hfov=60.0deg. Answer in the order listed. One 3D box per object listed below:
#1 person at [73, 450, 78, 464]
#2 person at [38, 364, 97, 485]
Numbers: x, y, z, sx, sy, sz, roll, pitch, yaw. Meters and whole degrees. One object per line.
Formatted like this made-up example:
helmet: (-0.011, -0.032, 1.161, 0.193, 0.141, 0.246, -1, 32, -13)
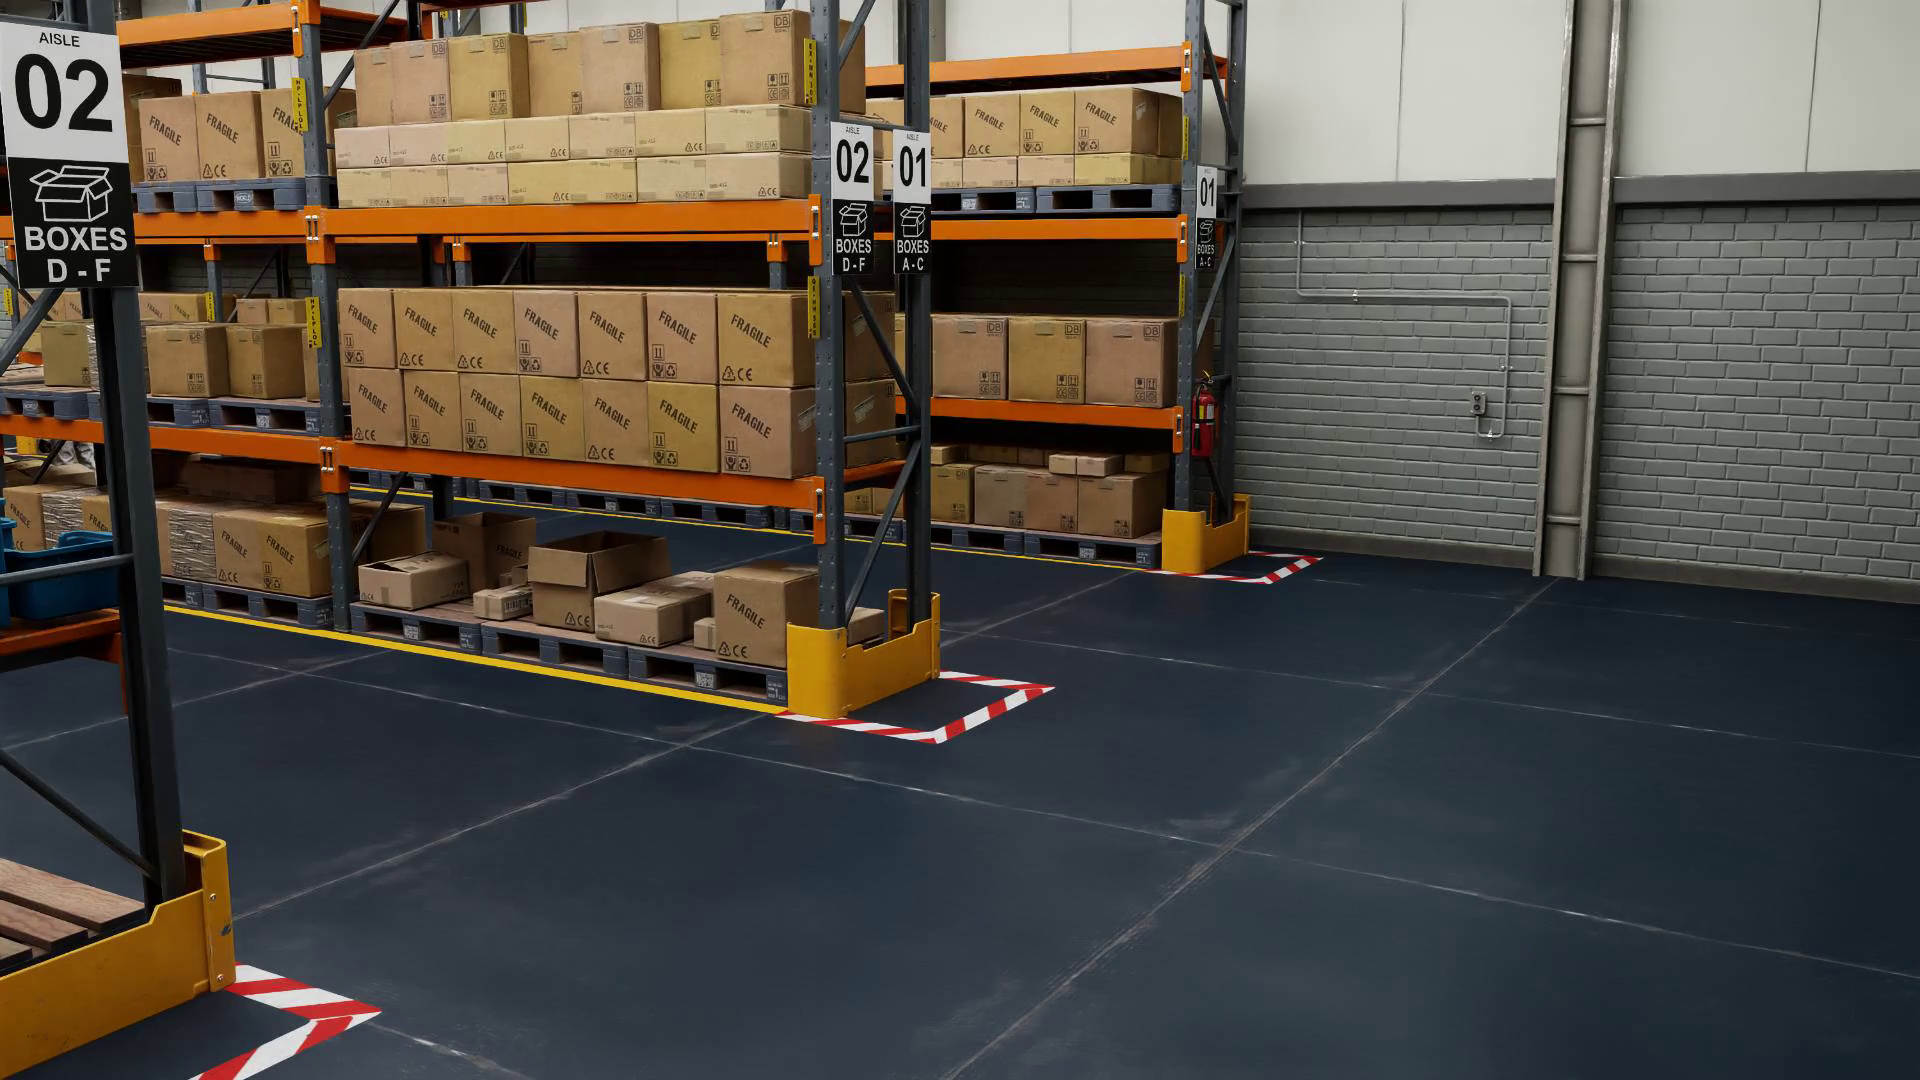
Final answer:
person: (-10.139, -1.521, 19.035, 0.275, 1.631, 0.507, 0, 10, 1)
person: (-8.089, -0.978, 15.123, 0.337, 1.882, 0.584, 6, 11, 30)
